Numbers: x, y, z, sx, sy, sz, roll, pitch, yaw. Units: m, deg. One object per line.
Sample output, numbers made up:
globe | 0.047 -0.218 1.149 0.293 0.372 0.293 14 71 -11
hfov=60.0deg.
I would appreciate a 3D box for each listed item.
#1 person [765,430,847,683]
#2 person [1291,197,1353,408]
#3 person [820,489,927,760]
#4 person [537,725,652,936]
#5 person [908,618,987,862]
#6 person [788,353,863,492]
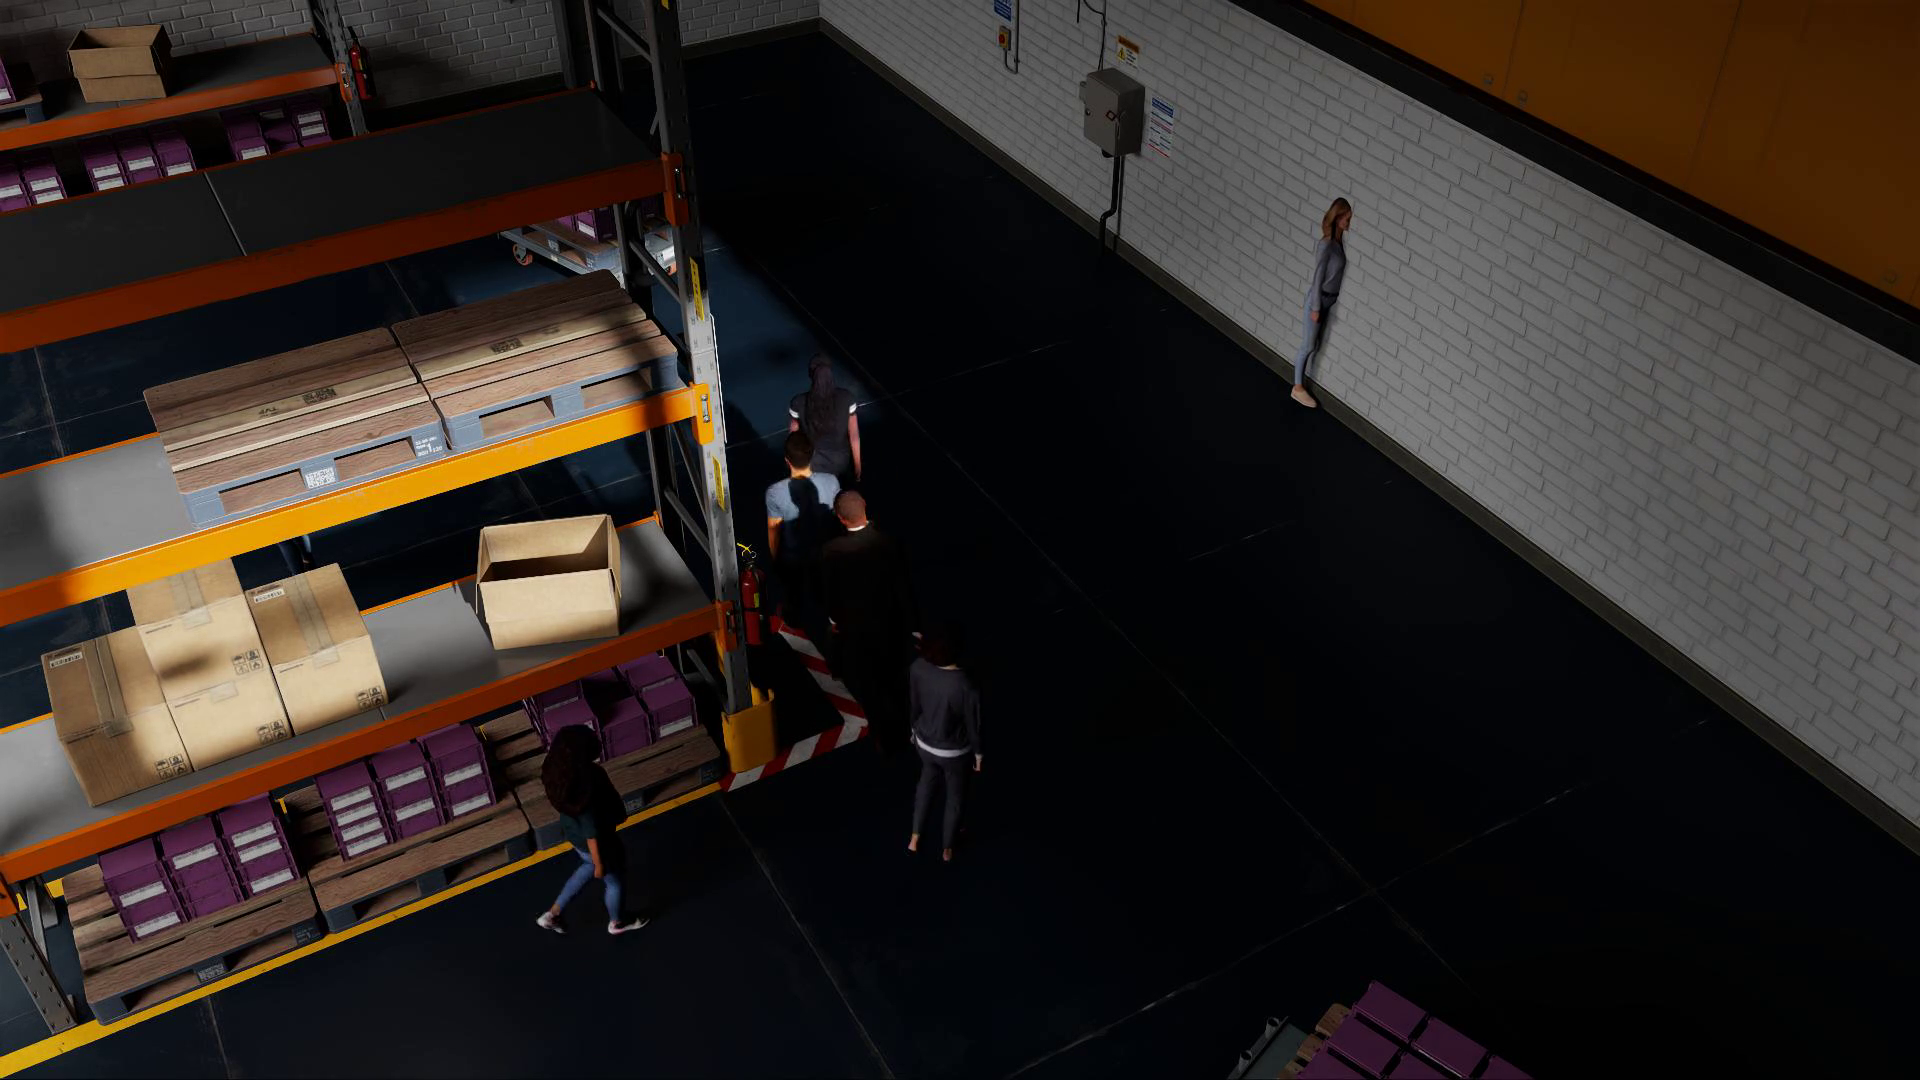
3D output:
person | -0.944 0.132 10.604 1.133 1.764 0.886 -11 40 -14
person | 2.872 -1.883 13.103 0.514 1.795 0.685 -29 47 -31
person | -0.542 0.559 9.985 1.031 1.869 1.056 0 39 0
person | -2.030 1.608 8.883 0.818 1.605 0.582 -20 43 -23
person | -0.126 1.185 9.290 0.790 1.758 0.853 18 42 21
person | -0.903 -0.462 11.408 1.122 1.690 0.904 -8 39 -10
